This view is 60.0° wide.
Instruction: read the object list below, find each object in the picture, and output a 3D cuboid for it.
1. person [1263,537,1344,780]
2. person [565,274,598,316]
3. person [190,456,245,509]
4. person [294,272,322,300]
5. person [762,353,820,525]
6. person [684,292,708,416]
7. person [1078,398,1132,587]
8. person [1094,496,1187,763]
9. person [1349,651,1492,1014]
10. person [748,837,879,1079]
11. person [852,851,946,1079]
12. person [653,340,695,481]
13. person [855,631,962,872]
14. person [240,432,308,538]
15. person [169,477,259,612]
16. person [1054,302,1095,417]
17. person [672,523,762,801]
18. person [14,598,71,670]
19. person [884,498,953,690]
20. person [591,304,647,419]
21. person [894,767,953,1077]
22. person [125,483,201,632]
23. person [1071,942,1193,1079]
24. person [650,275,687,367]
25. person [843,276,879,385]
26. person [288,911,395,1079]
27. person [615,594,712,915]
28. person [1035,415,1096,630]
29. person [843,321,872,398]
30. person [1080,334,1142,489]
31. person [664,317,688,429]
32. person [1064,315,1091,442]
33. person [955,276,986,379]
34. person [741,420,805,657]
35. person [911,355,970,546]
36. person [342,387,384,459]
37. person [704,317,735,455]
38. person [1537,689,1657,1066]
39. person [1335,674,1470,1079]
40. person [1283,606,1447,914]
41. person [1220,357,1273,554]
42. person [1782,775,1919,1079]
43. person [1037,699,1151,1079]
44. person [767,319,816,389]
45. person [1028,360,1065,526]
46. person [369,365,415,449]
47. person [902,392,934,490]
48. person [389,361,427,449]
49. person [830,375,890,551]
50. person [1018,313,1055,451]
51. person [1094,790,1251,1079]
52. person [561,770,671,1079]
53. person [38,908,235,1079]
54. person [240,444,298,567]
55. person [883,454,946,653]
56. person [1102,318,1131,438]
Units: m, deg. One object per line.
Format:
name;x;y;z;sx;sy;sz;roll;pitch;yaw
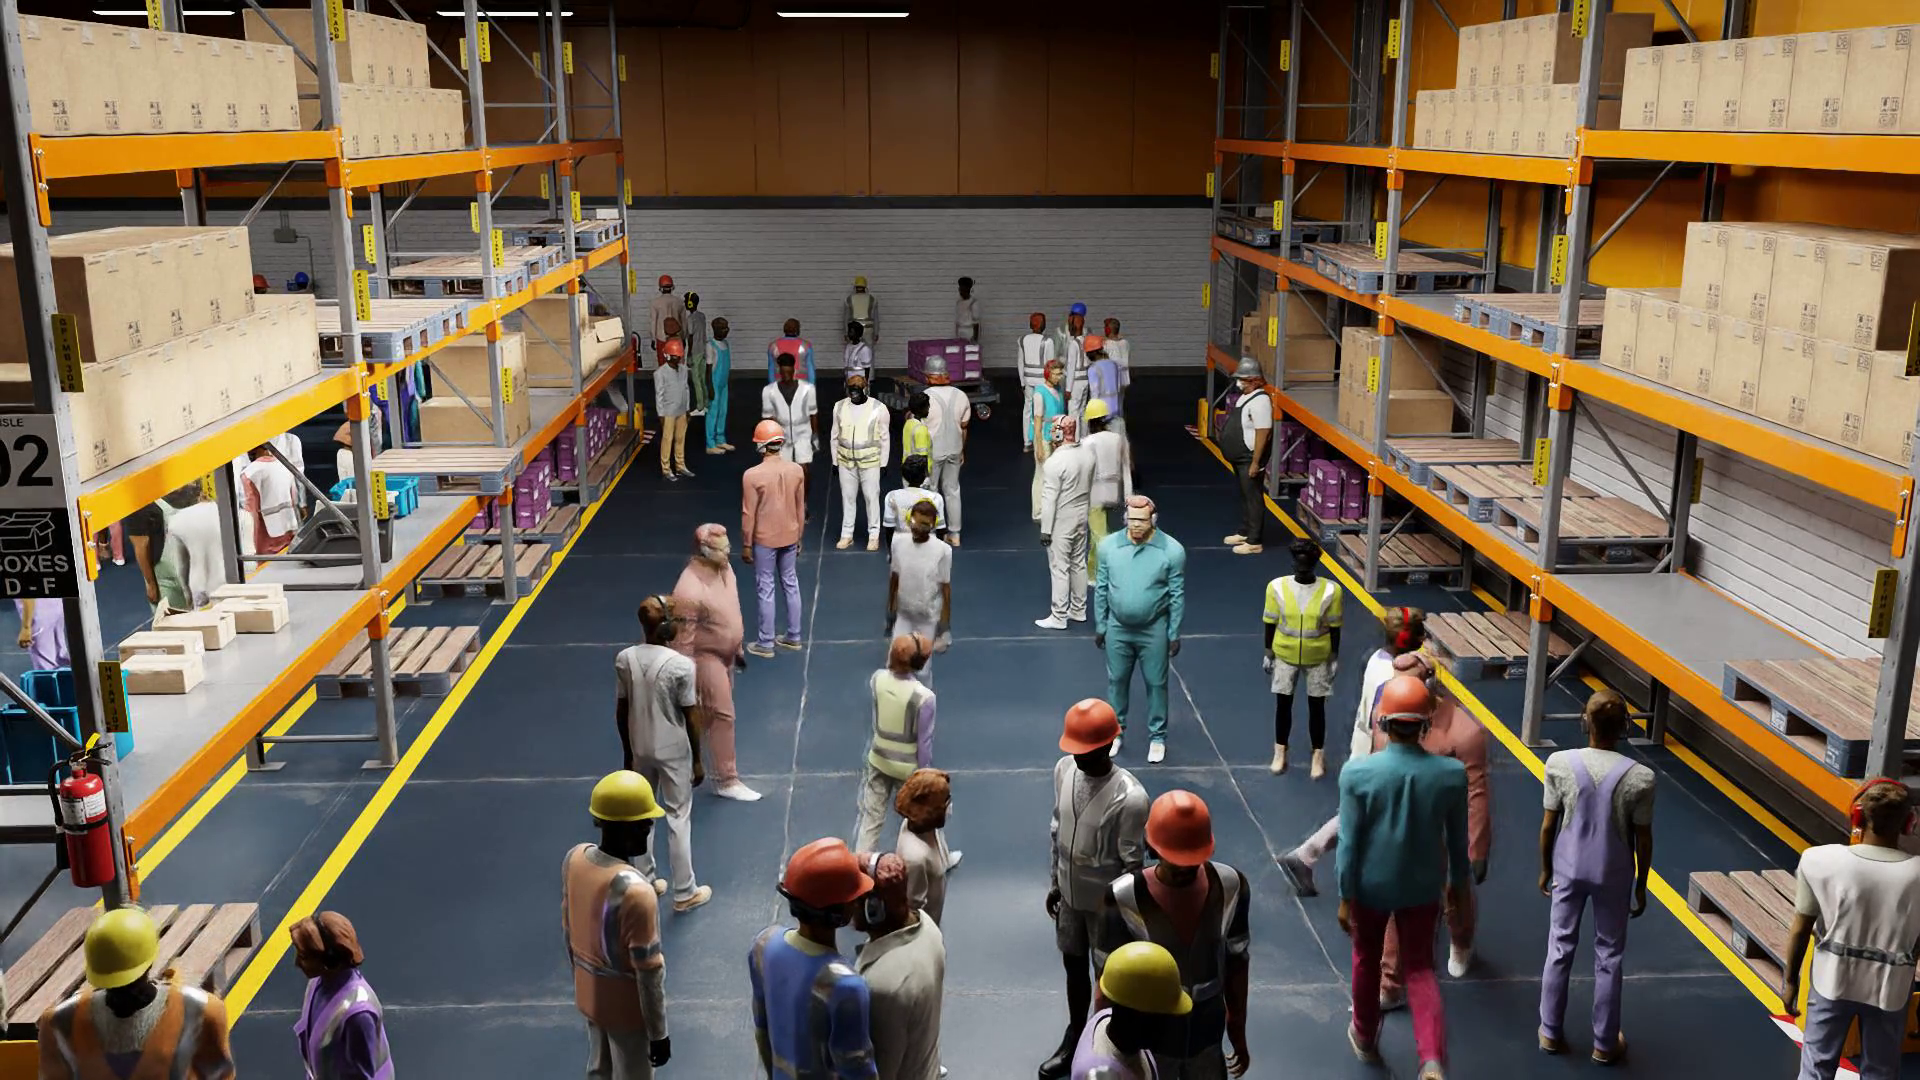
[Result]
person;2.321;0.793;11.312;0.537;1.688;0.319;4;15;15
person;-6.193;-3.375;27.173;0.632;1.940;0.372;-6;16;-24
person;-6.420;-0.094;14.359;0.386;1.904;0.603;10;17;34
person;-10.775;-3.442;27.452;0.613;1.936;0.440;-14;20;-43
person;-1.872;-1.113;18.349;0.622;1.911;0.908;-1;14;-2
person;-3.983;-2.805;25.103;0.328;1.861;0.507;4;15;16
person;1.342;-0.386;15.563;0.585;1.881;0.945;-9;17;-31
person;1.237;0.615;11.593;0.646;1.900;0.399;5;15;20
person;2.387;1.449;8.439;0.997;1.849;0.737;-14;20;-43
person;-0.468;2.005;5.839;0.380;2.045;0.605;-12;19;-40
person;-0.268;2.026;6.063;0.399;1.897;0.652;3;15;11
person;-3.537;-1.615;20.656;0.353;1.743;0.570;9;17;31
person;-0.331;1.292;9.551;0.507;1.581;0.911;10;17;35
person;-6.309;-0.348;15.331;0.549;1.923;0.390;-4;15;-17
person;-5.580;0.372;12.589;0.636;1.880;1.023;-1;14;-4
person;1.592;-2.355;23.264;0.637;1.888;0.702;-1;14;-3
person;-1.707;0.784;10.966;0.778;1.880;0.646;3;15;12
person;-6.602;0.555;11.930;0.347;1.846;0.505;-1;14;-4
person;-0.295;0.579;11.858;0.562;1.839;0.437;6;16;23
person;-5.051;-2.507;24.022;0.944;1.799;0.639;-9;17;-32
person;-0.176;1.792;7.522;0.288;1.626;0.496;1;14;3
person;-5.954;0.242;12.771;0.536;2.000;0.672;6;15;21
person;0.529;2.183;5.408;0.401;1.915;0.591;2;14;7
person;-4.639;-3.219;26.481;0.607;1.987;0.414;-8;16;-28
person;-1.656;-3.508;27.902;0.592;1.832;0.404;-1;14;-2
person;-2.262;2.129;6.179;0.321;1.631;0.527;-11;18;-36
person;-1.680;1.207;9.374;0.508;1.842;0.336;6;15;21
person;0.913;-0.162;14.640;0.399;1.900;0.645;11;18;37
person;-1.428;-2.167;22.913;0.316;1.696;0.540;-12;19;-39
person;1.814;-1.537;20.095;0.607;1.887;0.899;-14;20;-43
person;-4.105;-2.389;23.910;0.286;1.632;0.501;-9;17;-31
person;1.555;-2.052;22.110;0.369;1.879;0.584;7;16;26
person;0.156;-3.267;26.726;0.629;1.948;0.612;-10;17;-33
person;-1.567;-0.017;13.903;0.613;1.987;0.408;-13;19;-42
person;-0.263;-0.919;17.326;0.689;2.000;0.537;-9;17;-33
person;-7.563;-1.693;20.982;0.486;1.738;0.321;-13;19;-41
person;-3.226;-2.060;22.230;0.355;1.837;0.503;5;15;20
person;2.992;1.591;7.870;0.506;1.843;0.346;8;16;28
person;2.032;1.601;7.606;0.635;1.964;0.865;1;14;3
person;2.340;1.228;9.380;0.910;1.809;0.573;3;15;11
person;2.949;-0.883;17.186;0.536;2.000;0.684;0;14;-1
person;3.686;1.862;6.826;0.559;1.836;0.394;7;16;24
person;0.594;1.626;7.576;0.388;1.925;0.550;-12;19;-39
person;-2.212;-2.016;22.108;0.651;1.834;0.542;1;14;6
person;0.957;-1.074;18.371;0.411;1.842;0.643;7;16;27
person;-7.037;-1.758;20.618;0.535;2.000;0.685;-3;15;-13
person;-0.429;-0.677;17.063;0.318;1.695;0.539;-5;15;-18
person;-7.295;-1.933;21.639;0.490;1.883;0.690;13;19;42
person;-1.046;-0.803;17.266;0.637;1.842;0.429;4;15;14
person;1.043;-2.102;22.288;0.576;1.882;0.355;10;17;34
person;0.815;1.892;6.327;0.612;2.029;0.407;-3;15;-13
person;-1.352;1.845;6.708;0.381;1.923;0.592;-13;19;-42
person;-2.790;2.128;5.673;0.615;1.891;0.848;-3;15;-10
person;-5.863;-0.047;14.179;0.410;1.908;0.598;3;15;12
person;-0.374;0.120;13.930;0.534;1.698;0.322;4;15;14
person;2.057;-2.023;22.082;0.404;1.835;0.564;13;19;41
